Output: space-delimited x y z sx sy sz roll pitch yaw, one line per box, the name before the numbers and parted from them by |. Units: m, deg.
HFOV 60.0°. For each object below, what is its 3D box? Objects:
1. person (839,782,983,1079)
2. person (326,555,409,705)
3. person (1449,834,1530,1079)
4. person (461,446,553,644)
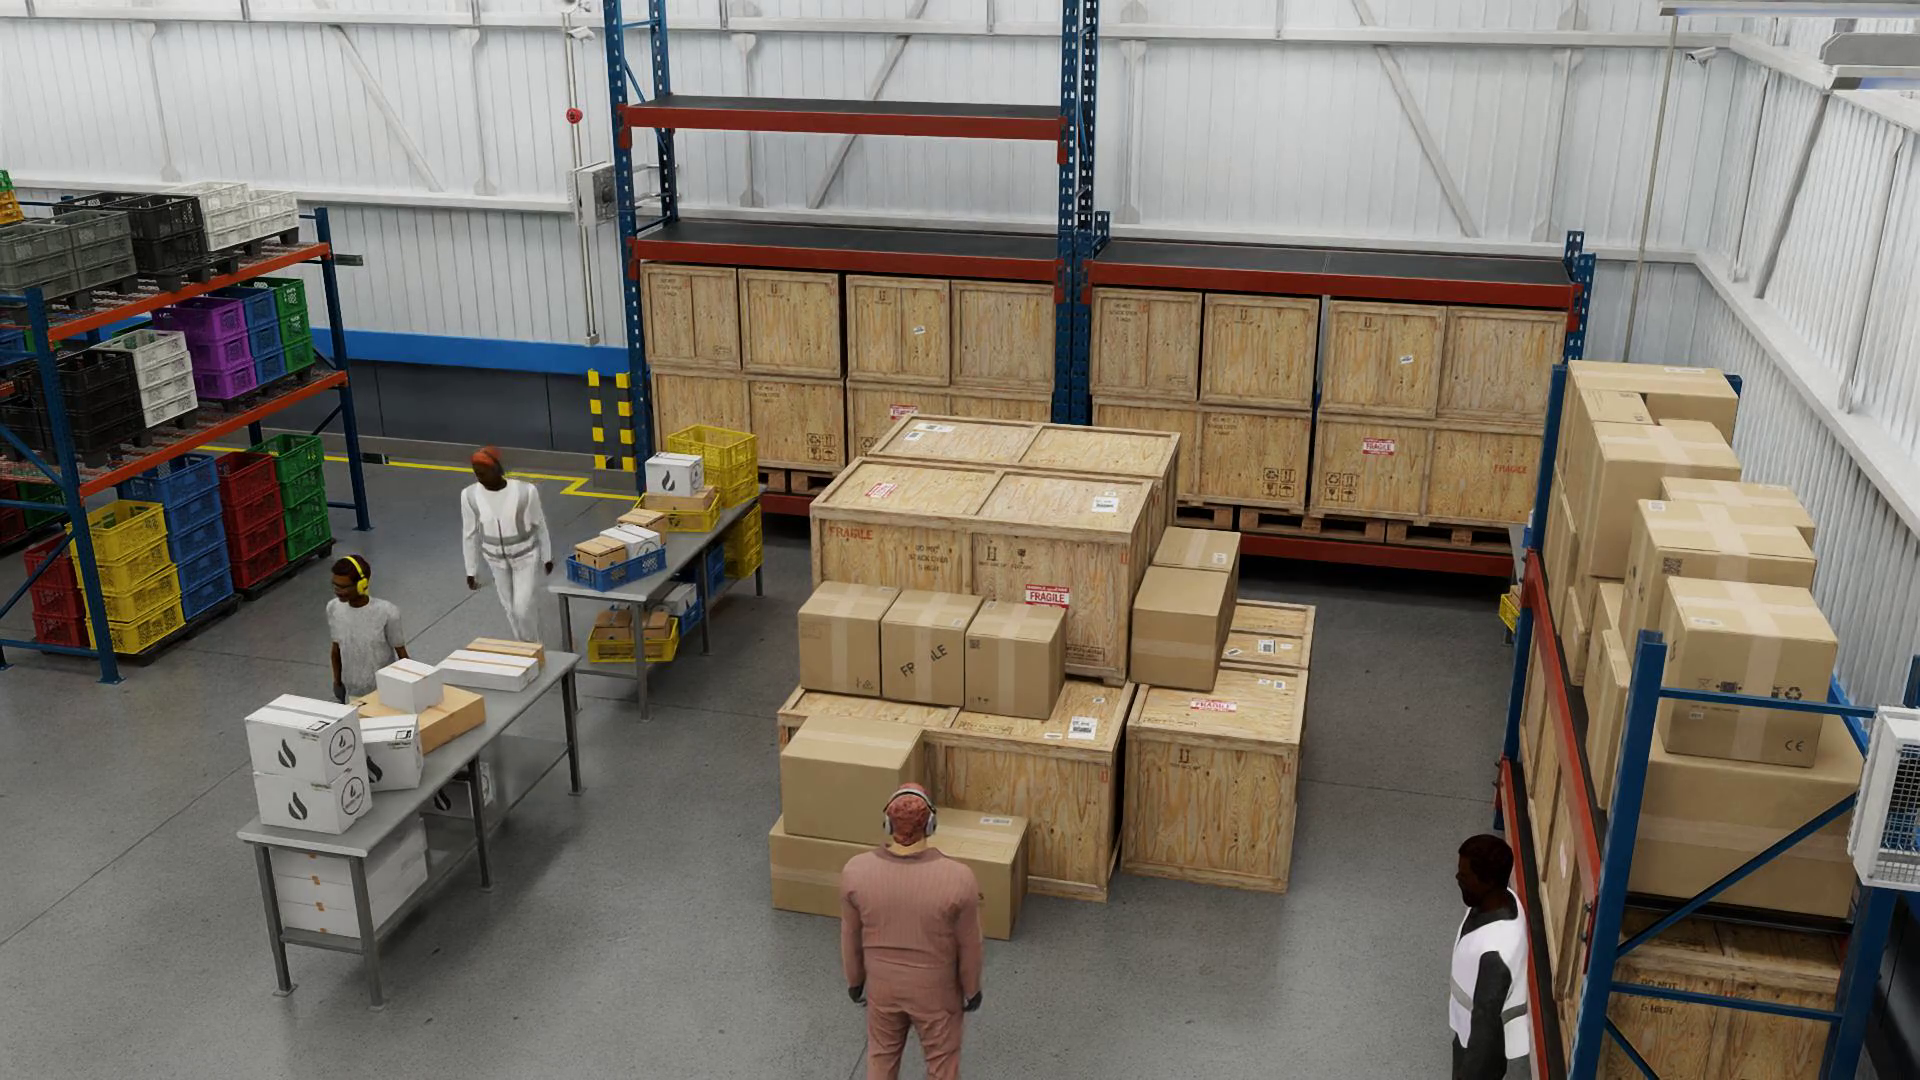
person | -0.212 1.980 7.572 0.650 1.899 0.401 5 22 14
person | -3.638 0.957 10.288 0.528 1.864 0.315 4 21 10
person | 2.235 2.130 7.169 0.414 1.906 0.598 6 22 15
person | -3.363 0.159 12.386 0.595 1.848 0.707 1 21 2
